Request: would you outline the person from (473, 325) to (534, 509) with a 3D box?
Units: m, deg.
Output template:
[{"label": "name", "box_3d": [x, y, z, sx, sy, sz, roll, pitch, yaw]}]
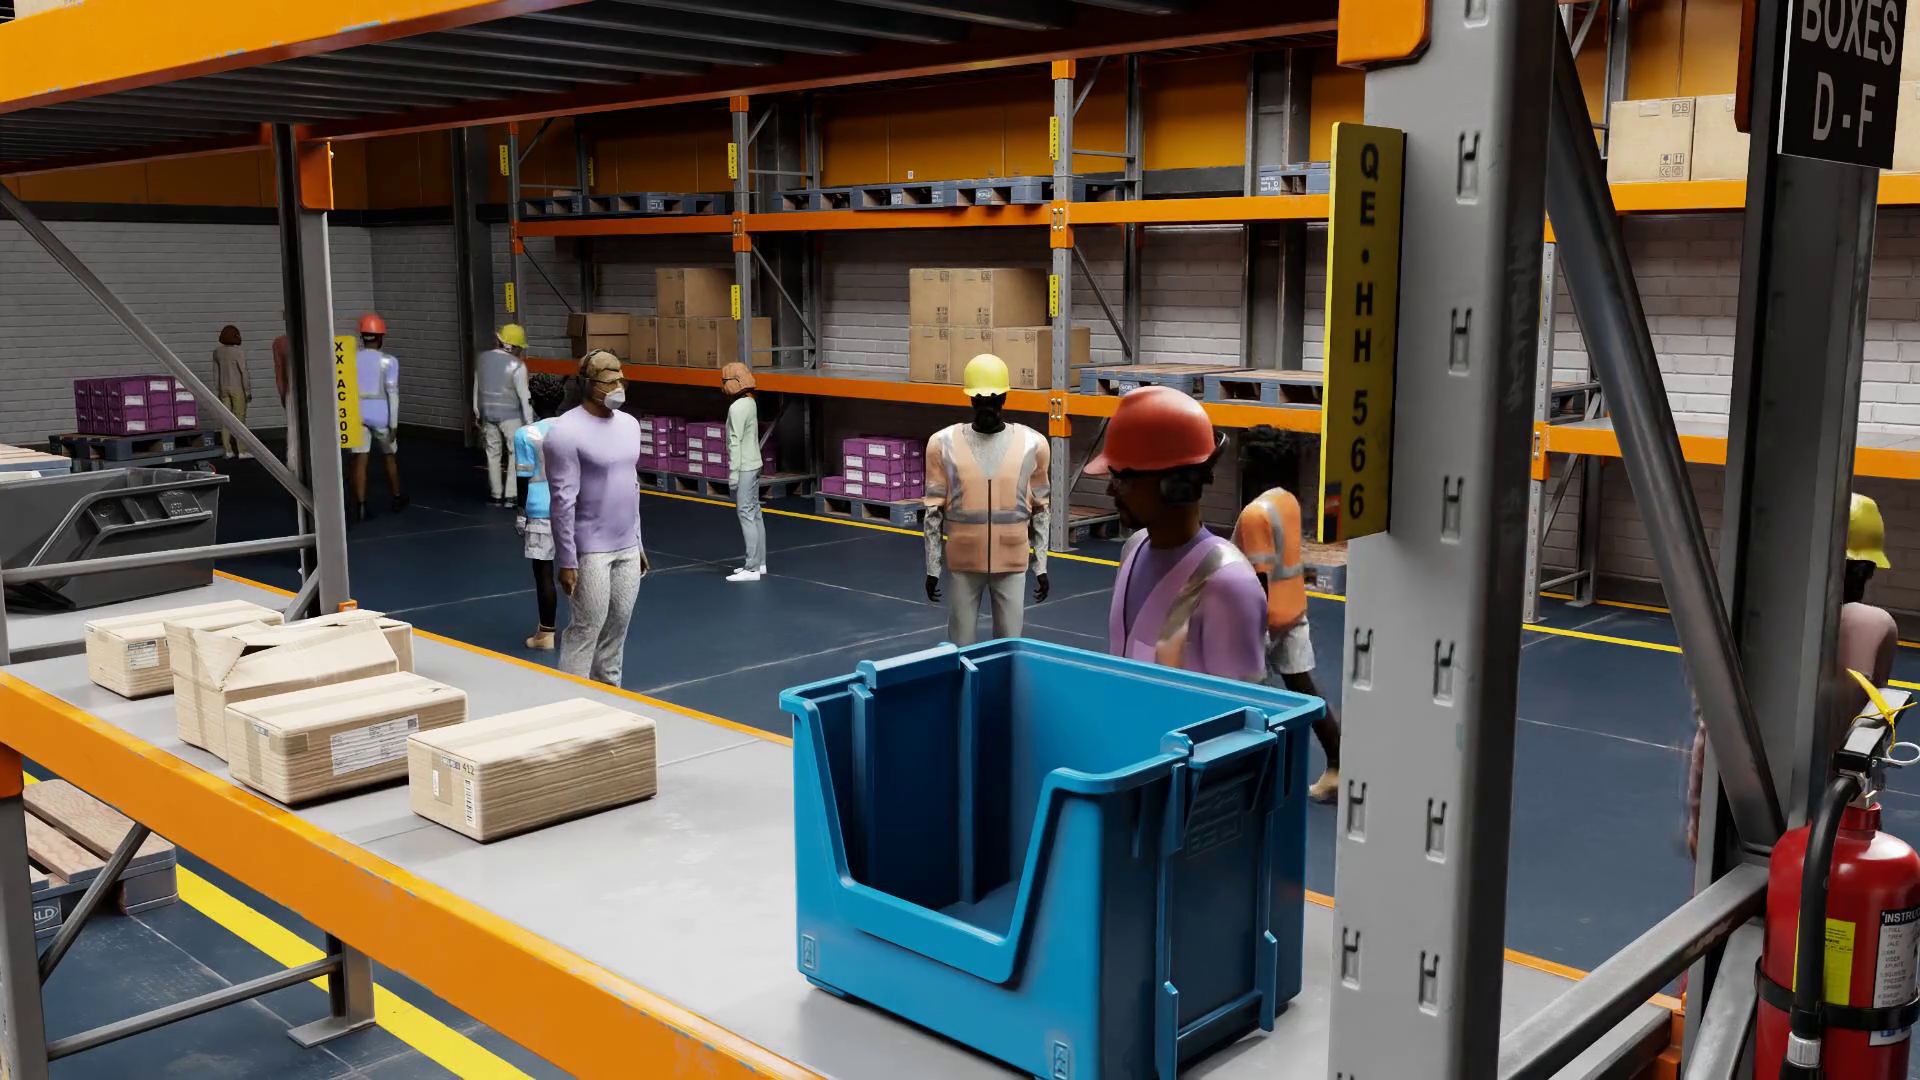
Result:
[{"label": "person", "box_3d": [-4.400, -1.185, 16.082, 0.702, 1.782, 0.443, 3, 10, 20]}]

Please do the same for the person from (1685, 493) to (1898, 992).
[{"label": "person", "box_3d": [2.263, 0.731, 4.454, 0.626, 1.740, 0.532, -1, 9, -4]}]

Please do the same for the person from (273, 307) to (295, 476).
[{"label": "person", "box_3d": [-7.268, -1.644, 18.440, 0.614, 1.945, 1.023, -2, 9, -10]}]

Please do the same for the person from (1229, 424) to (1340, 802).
[{"label": "person", "box_3d": [1.343, 0.320, 7.231, 0.889, 1.653, 0.540, 6, 11, 31]}]

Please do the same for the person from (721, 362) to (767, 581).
[{"label": "person", "box_3d": [-1.624, -0.509, 12.418, 0.288, 1.626, 0.497, 1, 9, 5]}]

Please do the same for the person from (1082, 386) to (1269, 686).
[{"label": "person", "box_3d": [0.492, 0.644, 4.061, 0.393, 2.039, 0.613, -3, 10, -19]}]

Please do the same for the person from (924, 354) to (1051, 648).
[{"label": "person", "box_3d": [0.130, 0.096, 7.770, 0.594, 1.924, 0.383, 0, 9, -2]}]

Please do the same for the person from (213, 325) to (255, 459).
[{"label": "person", "box_3d": [-8.865, -1.801, 20.300, 0.509, 1.631, 0.270, 3, 10, 20]}]

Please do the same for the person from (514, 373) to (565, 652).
[{"label": "person", "box_3d": [-2.472, -0.169, 10.129, 0.324, 1.688, 0.530, 7, 12, 36]}]

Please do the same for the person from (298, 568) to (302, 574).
[{"label": "person", "box_3d": [-4.902, -0.701, 12.702, 0.391, 1.914, 0.587, -2, 9, -13]}]

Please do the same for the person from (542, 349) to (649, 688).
[{"label": "person", "box_3d": [-1.721, 0.057, 7.977, 0.353, 1.937, 0.635, 4, 10, 25]}]

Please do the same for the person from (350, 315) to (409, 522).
[{"label": "person", "box_3d": [-5.455, -1.139, 15.477, 0.568, 1.885, 0.982, 0, 9, -1]}]
